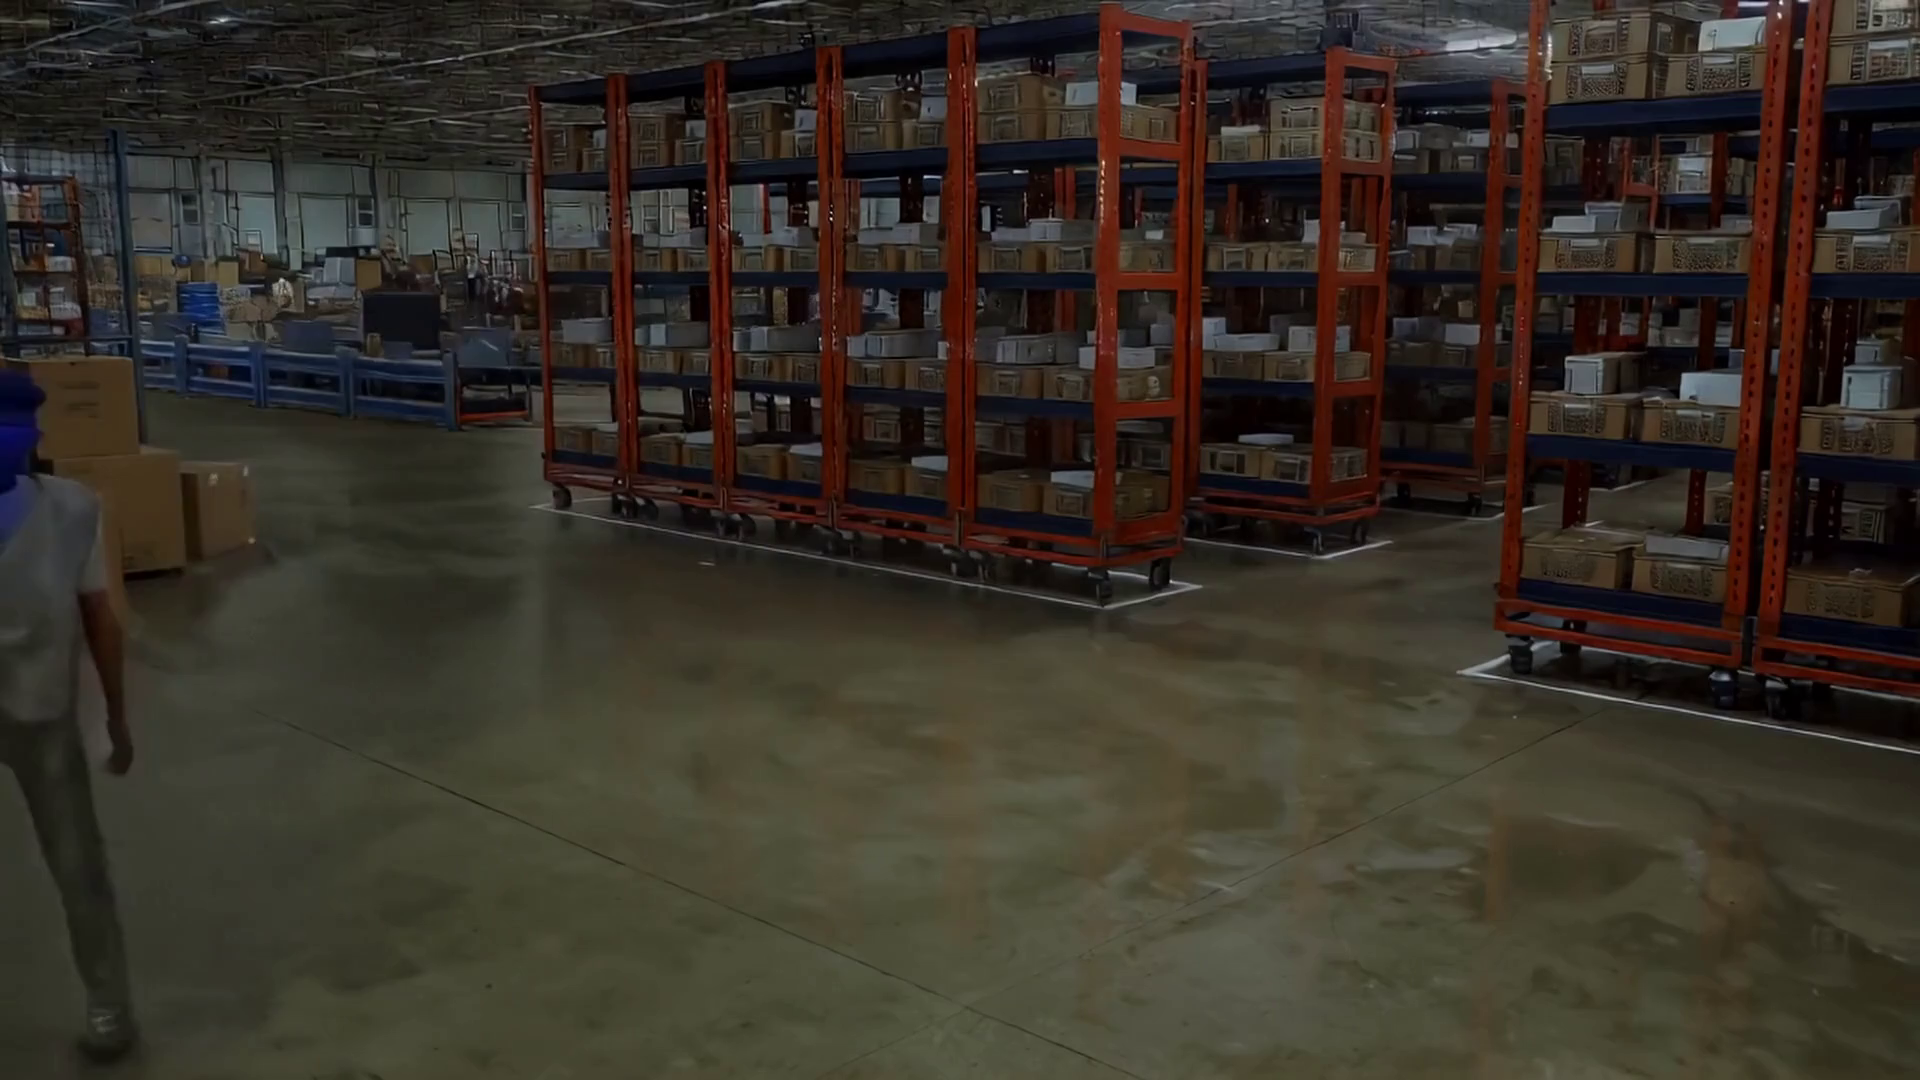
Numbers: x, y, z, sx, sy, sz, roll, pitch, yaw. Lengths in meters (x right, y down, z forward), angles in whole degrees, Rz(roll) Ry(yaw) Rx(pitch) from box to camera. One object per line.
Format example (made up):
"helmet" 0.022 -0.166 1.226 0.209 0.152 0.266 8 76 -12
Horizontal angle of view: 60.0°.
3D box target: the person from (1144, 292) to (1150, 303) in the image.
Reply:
"person" 7.034 -9.023 62.883 0.319 1.698 0.532 1 9 4

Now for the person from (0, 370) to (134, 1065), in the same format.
"person" -2.478 0.475 4.249 0.659 1.828 0.451 -7 12 -38

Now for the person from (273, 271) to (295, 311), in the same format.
"person" -21.142 -7.407 52.061 0.617 2.009 0.753 -2 9 -11

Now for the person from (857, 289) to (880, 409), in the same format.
"person" -1.225 -2.369 21.733 0.620 1.806 0.615 7 11 35

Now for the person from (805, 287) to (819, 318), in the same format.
"person" -4.163 -6.295 46.191 0.665 1.678 0.535 9 13 44

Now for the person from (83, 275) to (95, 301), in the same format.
"person" -29.654 -8.082 56.614 0.332 1.865 0.520 2 10 14

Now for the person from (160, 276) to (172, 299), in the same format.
"person" -36.252 -11.177 75.949 0.313 1.744 0.487 8 12 39

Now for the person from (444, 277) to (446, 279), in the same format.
"person" -24.836 -11.866 80.430 0.544 1.662 0.788 -5 11 -30

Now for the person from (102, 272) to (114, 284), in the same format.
"person" -38.269 -11.094 74.822 0.396 1.944 0.618 4 10 22

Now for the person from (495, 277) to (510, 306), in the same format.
"person" -16.203 -8.416 58.896 0.613 1.797 0.795 -8 12 -40

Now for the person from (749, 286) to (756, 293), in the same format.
"person" -9.159 -10.806 73.276 0.379 1.886 0.693 0 9 -1

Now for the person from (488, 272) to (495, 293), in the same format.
"person" -21.373 -11.274 75.986 0.381 1.924 0.593 -4 10 -24

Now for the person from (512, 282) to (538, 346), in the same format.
"person" -11.618 -5.956 44.030 0.934 1.713 0.519 7 11 35

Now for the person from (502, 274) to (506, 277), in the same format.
"person" -23.295 -12.794 85.673 0.728 1.822 0.505 -2 10 -14

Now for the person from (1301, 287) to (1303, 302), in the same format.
"person" 10.334 -6.984 49.647 0.372 1.940 0.627 4 10 25

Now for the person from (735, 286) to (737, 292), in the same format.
"person" -12.122 -13.250 88.230 0.597 1.895 0.809 -1 9 -5

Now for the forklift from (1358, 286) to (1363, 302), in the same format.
"forklift" 11.100 -7.017 46.970 1.873 2.768 1.129 9 13 43

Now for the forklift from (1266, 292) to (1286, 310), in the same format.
"forklift" 11.786 -8.962 58.893 1.873 2.768 1.129 9 13 43

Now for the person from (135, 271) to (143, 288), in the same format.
"person" -32.371 -9.560 65.322 0.673 1.975 0.633 3 10 18

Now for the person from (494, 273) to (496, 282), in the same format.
"person" -26.003 -14.006 92.893 0.550 1.889 1.012 1 9 8

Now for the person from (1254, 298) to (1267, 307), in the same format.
"person" 4.463 -3.023 25.617 1.023 1.855 0.663 -6 11 -33
